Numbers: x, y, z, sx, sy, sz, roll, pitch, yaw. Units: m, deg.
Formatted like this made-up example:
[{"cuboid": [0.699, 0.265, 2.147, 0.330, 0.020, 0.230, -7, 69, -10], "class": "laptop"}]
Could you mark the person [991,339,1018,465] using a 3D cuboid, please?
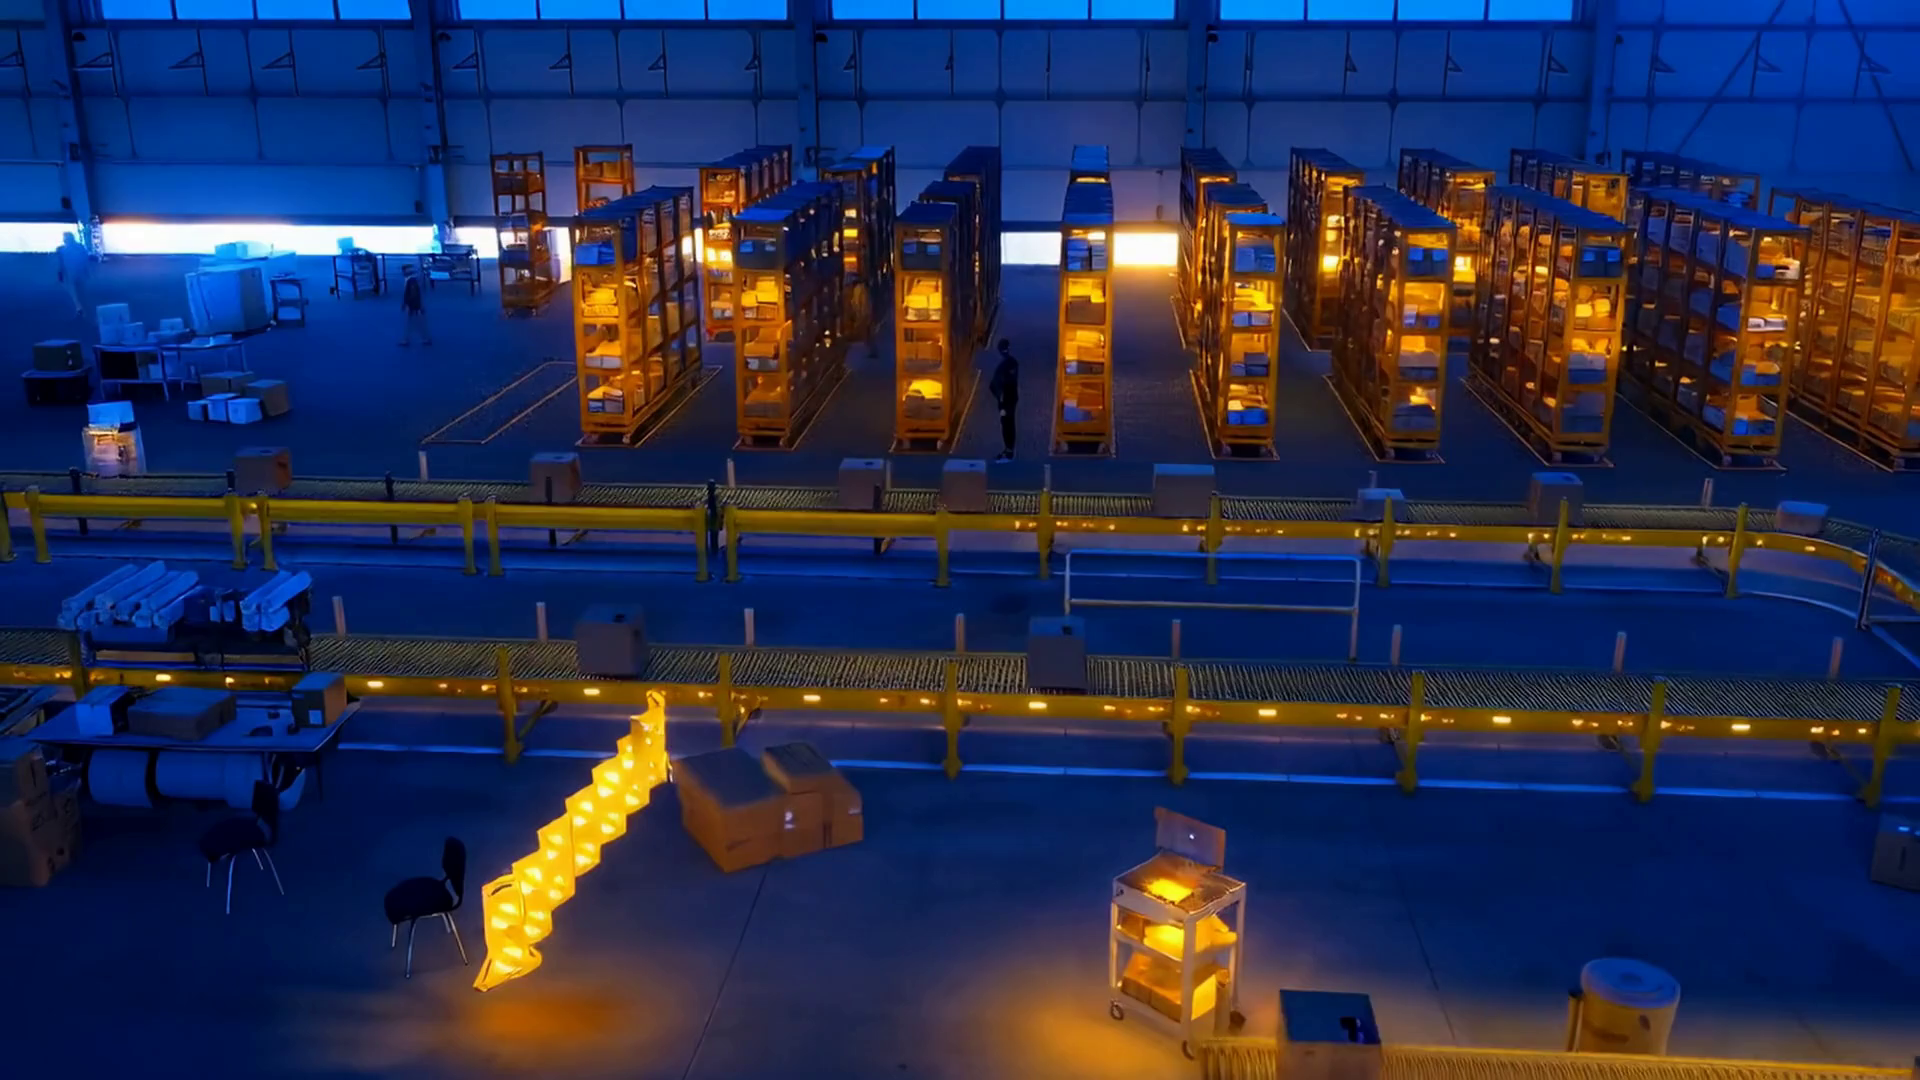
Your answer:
[{"cuboid": [0.667, -2.090, 25.071, 0.399, 1.908, 0.643, 2, 18, 6], "class": "person"}]

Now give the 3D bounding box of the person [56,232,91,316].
[{"cuboid": [-20.030, -6.016, 37.615, 0.658, 1.863, 0.999, -13, 21, -35], "class": "person"}]

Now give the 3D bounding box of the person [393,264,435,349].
[{"cuboid": [-11.177, -4.765, 33.890, 0.906, 1.702, 0.567, -11, 21, -31], "class": "person"}]

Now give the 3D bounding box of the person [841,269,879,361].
[{"cuboid": [-2.025, -4.414, 32.629, 0.972, 1.791, 0.598, -5, 18, -15], "class": "person"}]
